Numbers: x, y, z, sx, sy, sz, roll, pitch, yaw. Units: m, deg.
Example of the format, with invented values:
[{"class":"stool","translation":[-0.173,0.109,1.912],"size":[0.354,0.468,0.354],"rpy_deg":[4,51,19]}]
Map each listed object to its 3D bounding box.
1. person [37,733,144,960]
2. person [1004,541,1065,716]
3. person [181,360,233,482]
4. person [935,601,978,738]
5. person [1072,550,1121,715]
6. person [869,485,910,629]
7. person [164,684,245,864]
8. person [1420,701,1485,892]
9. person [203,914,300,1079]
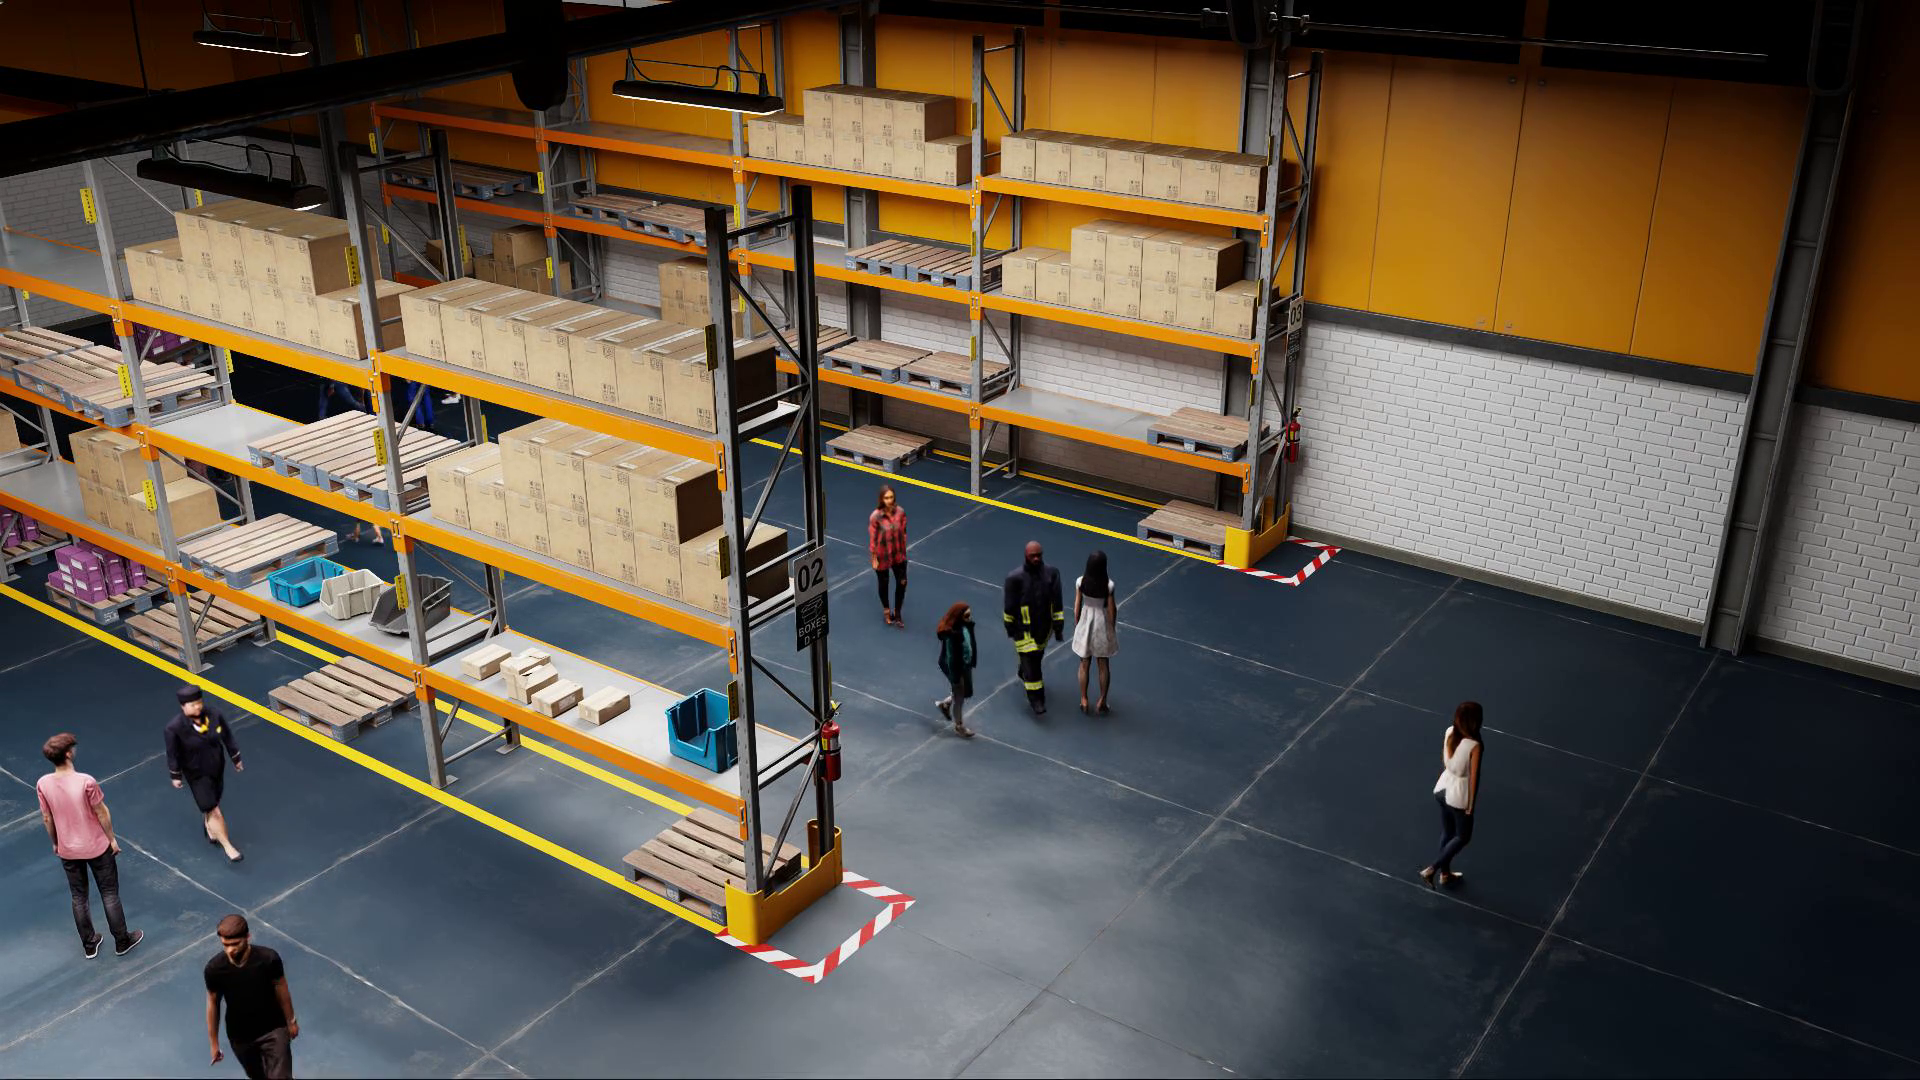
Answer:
[{"class":"person","translation":[-6.924,2.418,13.124],"size":[0.695,1.960,0.770],"rpy_deg":[-3,24,-6]},{"class":"person","translation":[0.732,0.813,17.021],"size":[1.170,1.780,1.321],"rpy_deg":[-7,25,-16]},{"class":"person","translation":[-10.454,-1.614,22.648],"size":[1.156,1.718,0.777],"rpy_deg":[9,25,20]},{"class":"person","translation":[-0.072,1.241,16.407],"size":[0.720,1.486,0.614],"rpy_deg":[11,26,24]},{"class":"person","translation":[1.364,0.923,16.776],"size":[0.690,1.774,0.797],"rpy_deg":[6,24,14]},{"class":"person","translation":[-0.828,0.153,18.645],"size":[0.758,1.687,0.804],"rpy_deg":[-8,25,-18]},{"class":"person","translation":[-6.608,1.993,14.497],"size":[1.054,1.639,0.786],"rpy_deg":[19,30,37]},{"class":"person","translation":[4.084,2.170,13.929],"size":[0.834,1.770,0.844],"rpy_deg":[-12,26,-25]},{"class":"person","translation":[-4.761,3.268,11.328],"size":[1.020,1.840,1.076],"rpy_deg":[-4,24,-9]}]
